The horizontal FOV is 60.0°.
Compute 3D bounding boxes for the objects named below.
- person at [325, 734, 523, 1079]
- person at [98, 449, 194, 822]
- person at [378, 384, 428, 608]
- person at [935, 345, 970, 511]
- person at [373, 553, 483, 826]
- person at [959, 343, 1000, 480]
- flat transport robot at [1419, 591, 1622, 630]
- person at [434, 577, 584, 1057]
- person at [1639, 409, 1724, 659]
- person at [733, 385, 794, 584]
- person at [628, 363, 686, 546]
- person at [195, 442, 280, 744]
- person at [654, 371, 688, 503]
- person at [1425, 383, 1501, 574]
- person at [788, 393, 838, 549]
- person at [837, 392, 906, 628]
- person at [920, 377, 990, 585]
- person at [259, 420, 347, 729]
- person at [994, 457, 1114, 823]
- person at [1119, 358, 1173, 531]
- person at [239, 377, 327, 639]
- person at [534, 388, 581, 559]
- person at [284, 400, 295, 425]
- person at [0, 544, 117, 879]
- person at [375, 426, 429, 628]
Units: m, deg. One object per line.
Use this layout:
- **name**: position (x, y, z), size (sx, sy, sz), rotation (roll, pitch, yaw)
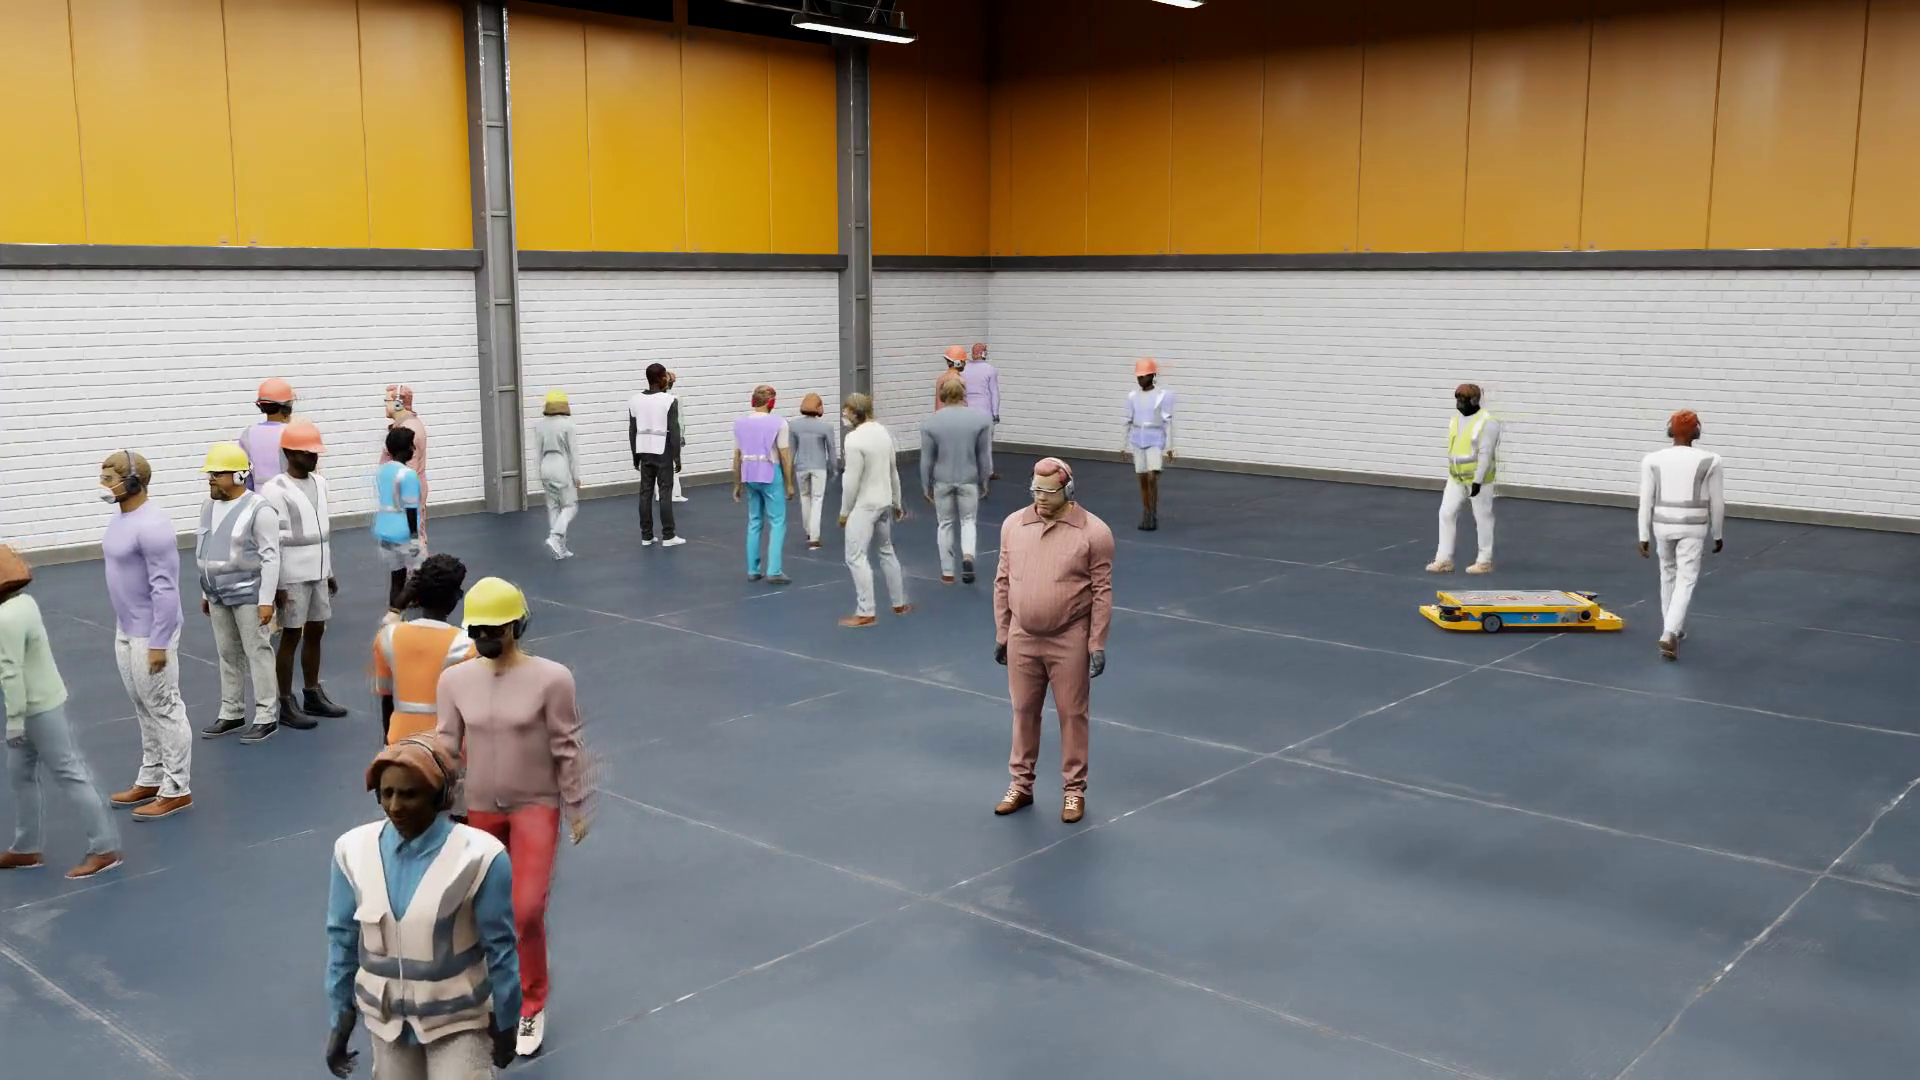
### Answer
- **person**: position (-1.449, 1.320, 4.488), size (0.519, 1.627, 0.364), rotation (2, 9, 12)
- **person**: position (-4.266, 0.491, 8.697), size (0.372, 1.941, 0.627), rotation (-8, 12, -42)
- **person**: position (-4.754, -0.375, 14.229), size (0.403, 1.911, 0.637), rotation (-2, 9, -13)
- **person**: position (-0.065, -1.356, 20.118), size (0.397, 1.992, 0.623), rotation (-5, 11, -30)
- **person**: position (-2.223, 0.898, 6.956), size (0.545, 1.672, 0.626), rotation (2, 9, 13)
- **person**: position (0.276, -1.778, 23.061), size (0.638, 1.903, 0.406), rotation (5, 10, 28)
- **flat transport robot**: position (4.524, 0.563, 13.462), size (1.431, 0.197, 0.652), rotation (0, 9, -1)
- **person**: position (-1.676, 1.005, 6.063), size (0.543, 1.745, 0.599), rotation (1, 9, 8)
- **person**: position (5.367, -0.057, 12.452), size (0.572, 1.850, 0.971), rotation (7, 11, 38)
- **person**: position (-1.819, -0.500, 15.271), size (0.668, 1.823, 0.497), rotation (4, 10, 26)
- **person**: position (-3.192, -0.888, 17.432), size (0.589, 1.915, 0.399), rotation (4, 10, 23)
- **person**: position (-4.398, 0.319, 10.099), size (0.588, 1.835, 0.403), rotation (4, 10, 25)
- **person**: position (-3.652, -1.281, 20.756), size (0.515, 1.641, 0.309), rotation (4, 10, 25)
- **person**: position (4.753, -0.567, 15.709), size (0.764, 1.810, 0.647), rotation (-5, 10, -28)
- **person**: position (-1.521, -0.734, 17.435), size (0.533, 1.607, 0.724), rotation (2, 9, 12)
- **person**: position (-0.703, -0.259, 13.585), size (0.415, 1.904, 0.820), rotation (4, 10, 22)
- **person**: position (-0.045, -0.513, 15.056), size (0.643, 1.919, 0.566), rotation (-1, 9, -6)
- **person**: position (-4.113, 0.210, 10.473), size (0.378, 1.932, 0.551), rotation (3, 9, 17)
- **person**: position (0.464, 0.516, 8.659), size (0.639, 1.902, 0.407), rotation (4, 10, 22)
- **person**: position (2.026, -1.043, 18.383), size (0.586, 1.918, 0.615), rotation (6, 11, 33)
- **person**: position (-5.276, -0.243, 12.962), size (0.612, 2.048, 0.363), rotation (3, 9, 16)
- **person**: position (-4.027, -0.643, 16.525), size (0.499, 1.717, 0.559), rotation (3, 10, 19)
- **person**: position (-6.069, -0.421, 14.797), size (0.545, 1.814, 0.837), rotation (5, 10, 28)
- **person**: position (-4.342, 0.806, 7.840), size (0.601, 1.588, 0.508), rotation (-4, 10, -23)
- **person**: position (-4.299, -0.034, 12.774), size (0.523, 1.680, 0.380), rotation (8, 12, 40)
